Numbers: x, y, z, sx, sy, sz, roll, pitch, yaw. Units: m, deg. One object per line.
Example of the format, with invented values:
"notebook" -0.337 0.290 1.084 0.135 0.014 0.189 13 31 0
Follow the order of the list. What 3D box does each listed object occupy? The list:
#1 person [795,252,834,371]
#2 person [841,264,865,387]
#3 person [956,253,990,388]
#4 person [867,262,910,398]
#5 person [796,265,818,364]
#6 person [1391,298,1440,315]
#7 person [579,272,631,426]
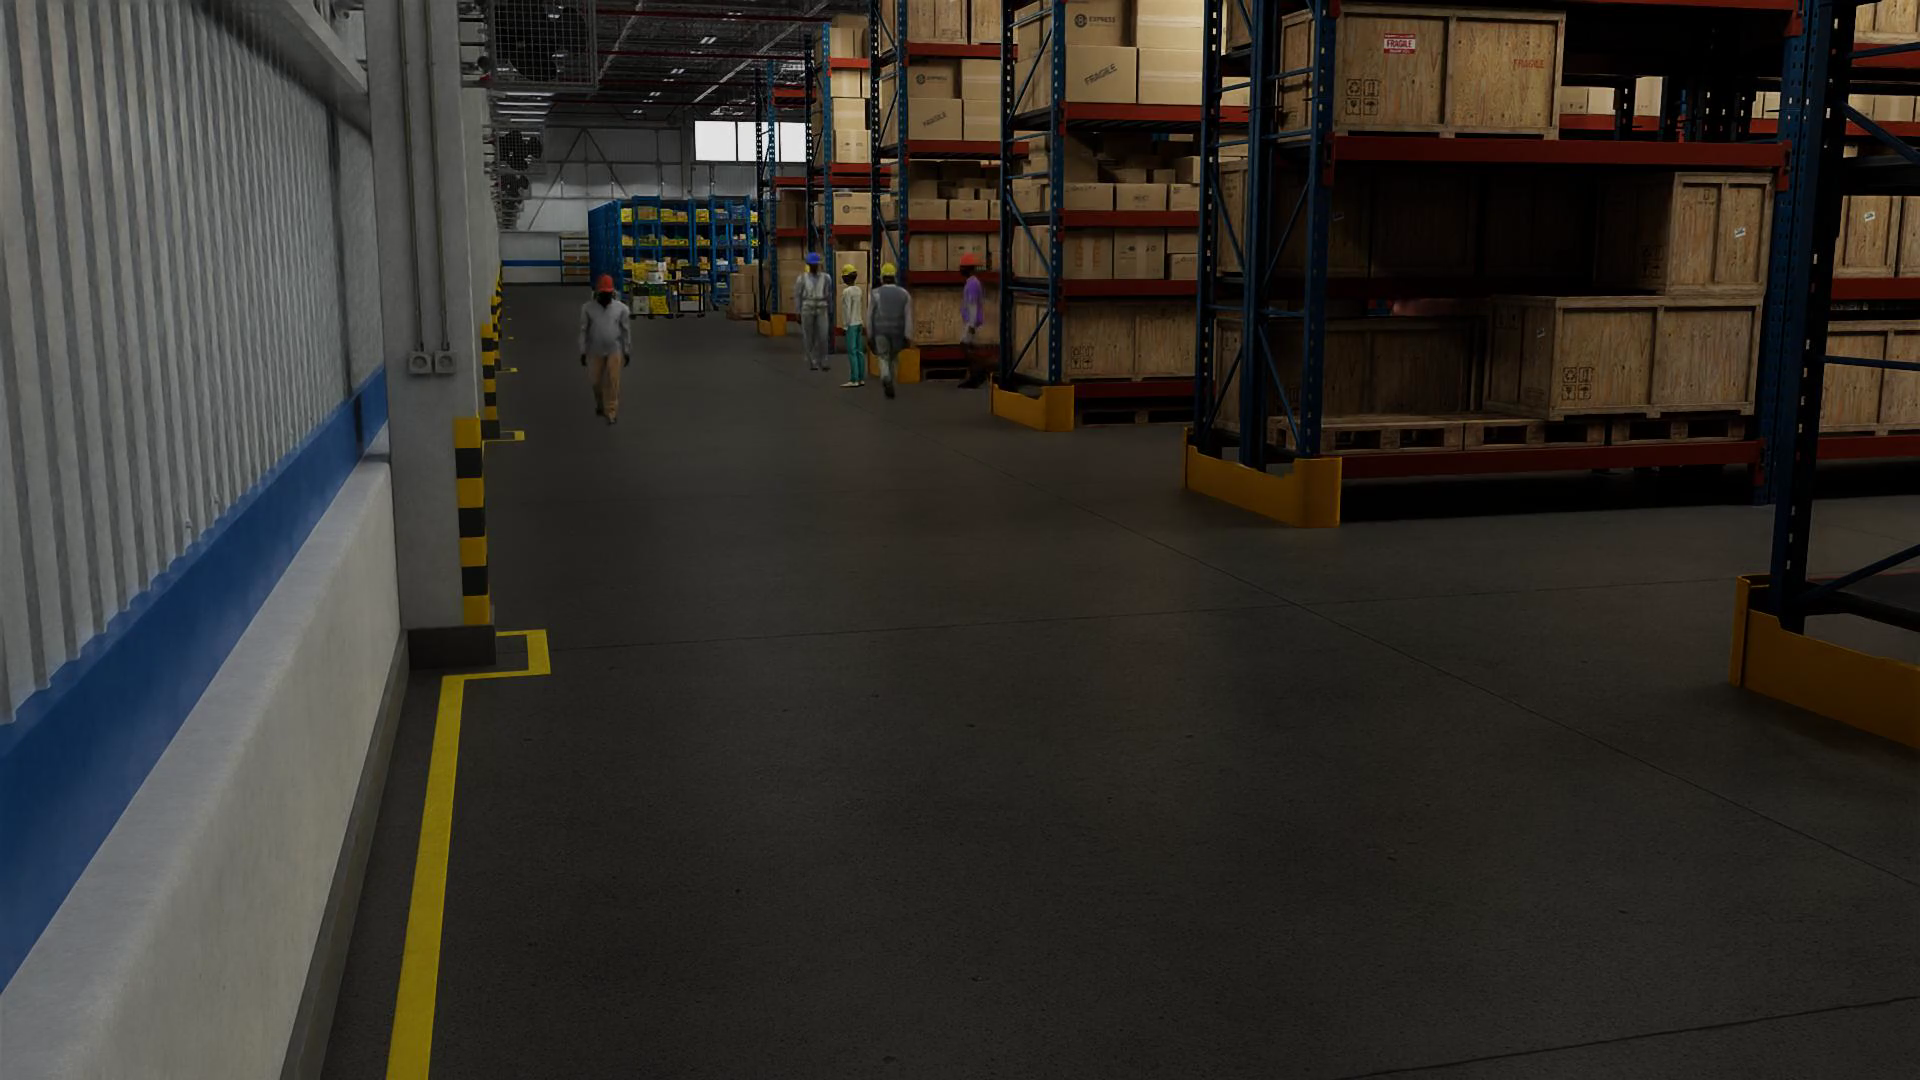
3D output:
"person" -2.337 -3.685 26.960 0.650 1.911 0.912 -2 10 -13
"person" -1.575 -3.084 23.996 0.325 1.765 0.530 4 11 21
"person" 0.148 -3.100 23.618 0.430 1.925 0.565 0 10 -2
"person" -0.940 -2.780 22.126 0.601 1.818 0.594 -2 10 -14
"person" -2.582 -3.901 28.808 0.501 1.689 0.892 -2 10 -11
"person" 4.385 -1.725 16.034 1.003 1.866 0.639 -4 11 -24
"person" -4.042 -2.177 18.948 0.578 1.729 0.581 -2 10 -10
